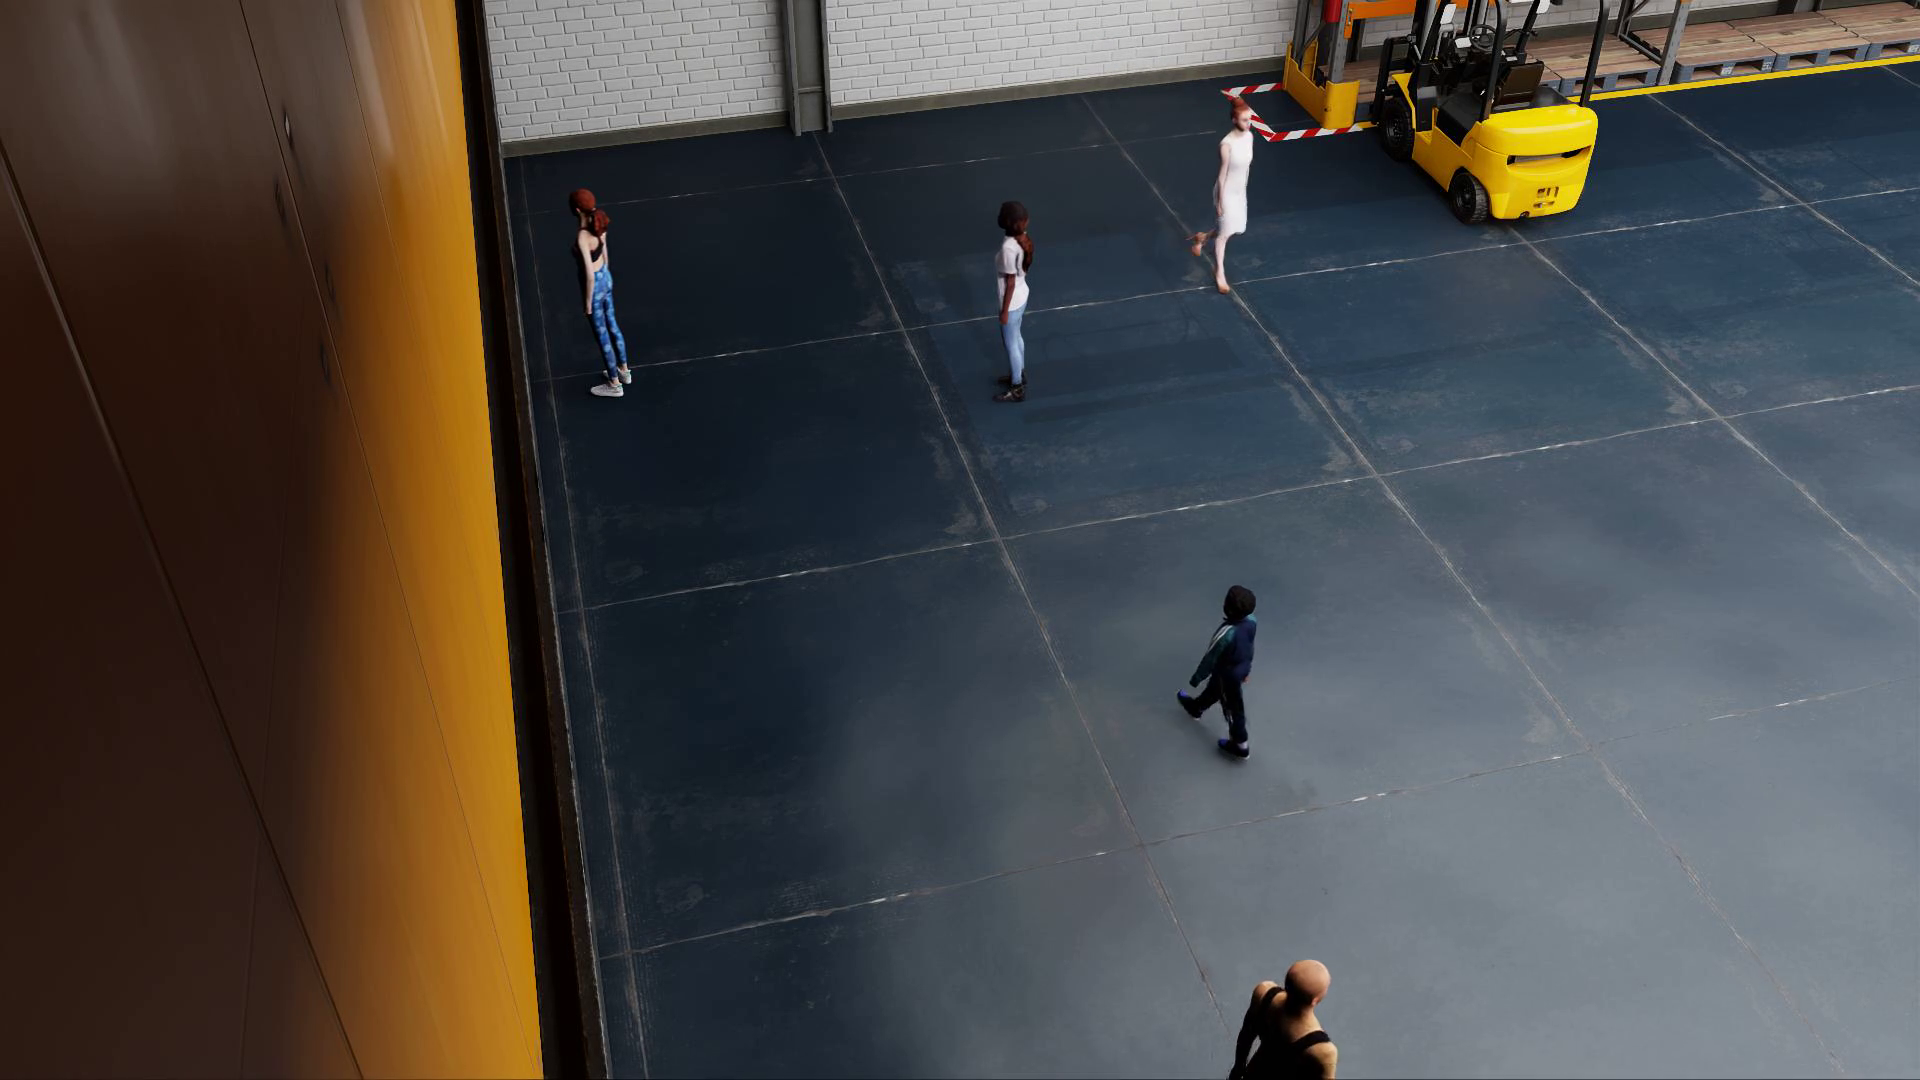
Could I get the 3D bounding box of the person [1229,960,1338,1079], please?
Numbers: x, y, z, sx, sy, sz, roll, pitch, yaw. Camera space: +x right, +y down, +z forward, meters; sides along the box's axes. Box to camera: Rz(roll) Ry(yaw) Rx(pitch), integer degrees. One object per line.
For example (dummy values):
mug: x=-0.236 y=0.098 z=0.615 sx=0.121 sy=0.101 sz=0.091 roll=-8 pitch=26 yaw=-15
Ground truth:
person: x=1.355 y=2.527 z=7.462 sx=0.747 sy=1.802 sz=0.747 roll=-19 pitch=42 yaw=-22

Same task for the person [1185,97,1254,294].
person: x=2.257 y=-2.993 z=14.388 sx=0.830 sy=1.784 sz=0.824 roll=-28 pitch=47 yaw=-31

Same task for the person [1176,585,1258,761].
person: x=1.677 y=0.828 z=10.048 sx=0.846 sy=1.229 sz=0.869 roll=30 pitch=47 yaw=32

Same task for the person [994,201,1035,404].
person: x=0.406 y=-1.868 z=13.031 sx=0.648 sy=1.719 sz=0.656 roll=6 pitch=39 yaw=8

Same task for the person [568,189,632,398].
person: x=-2.853 y=-1.940 z=13.070 sx=0.694 sy=1.784 sz=0.668 roll=9 pitch=39 yaw=11
